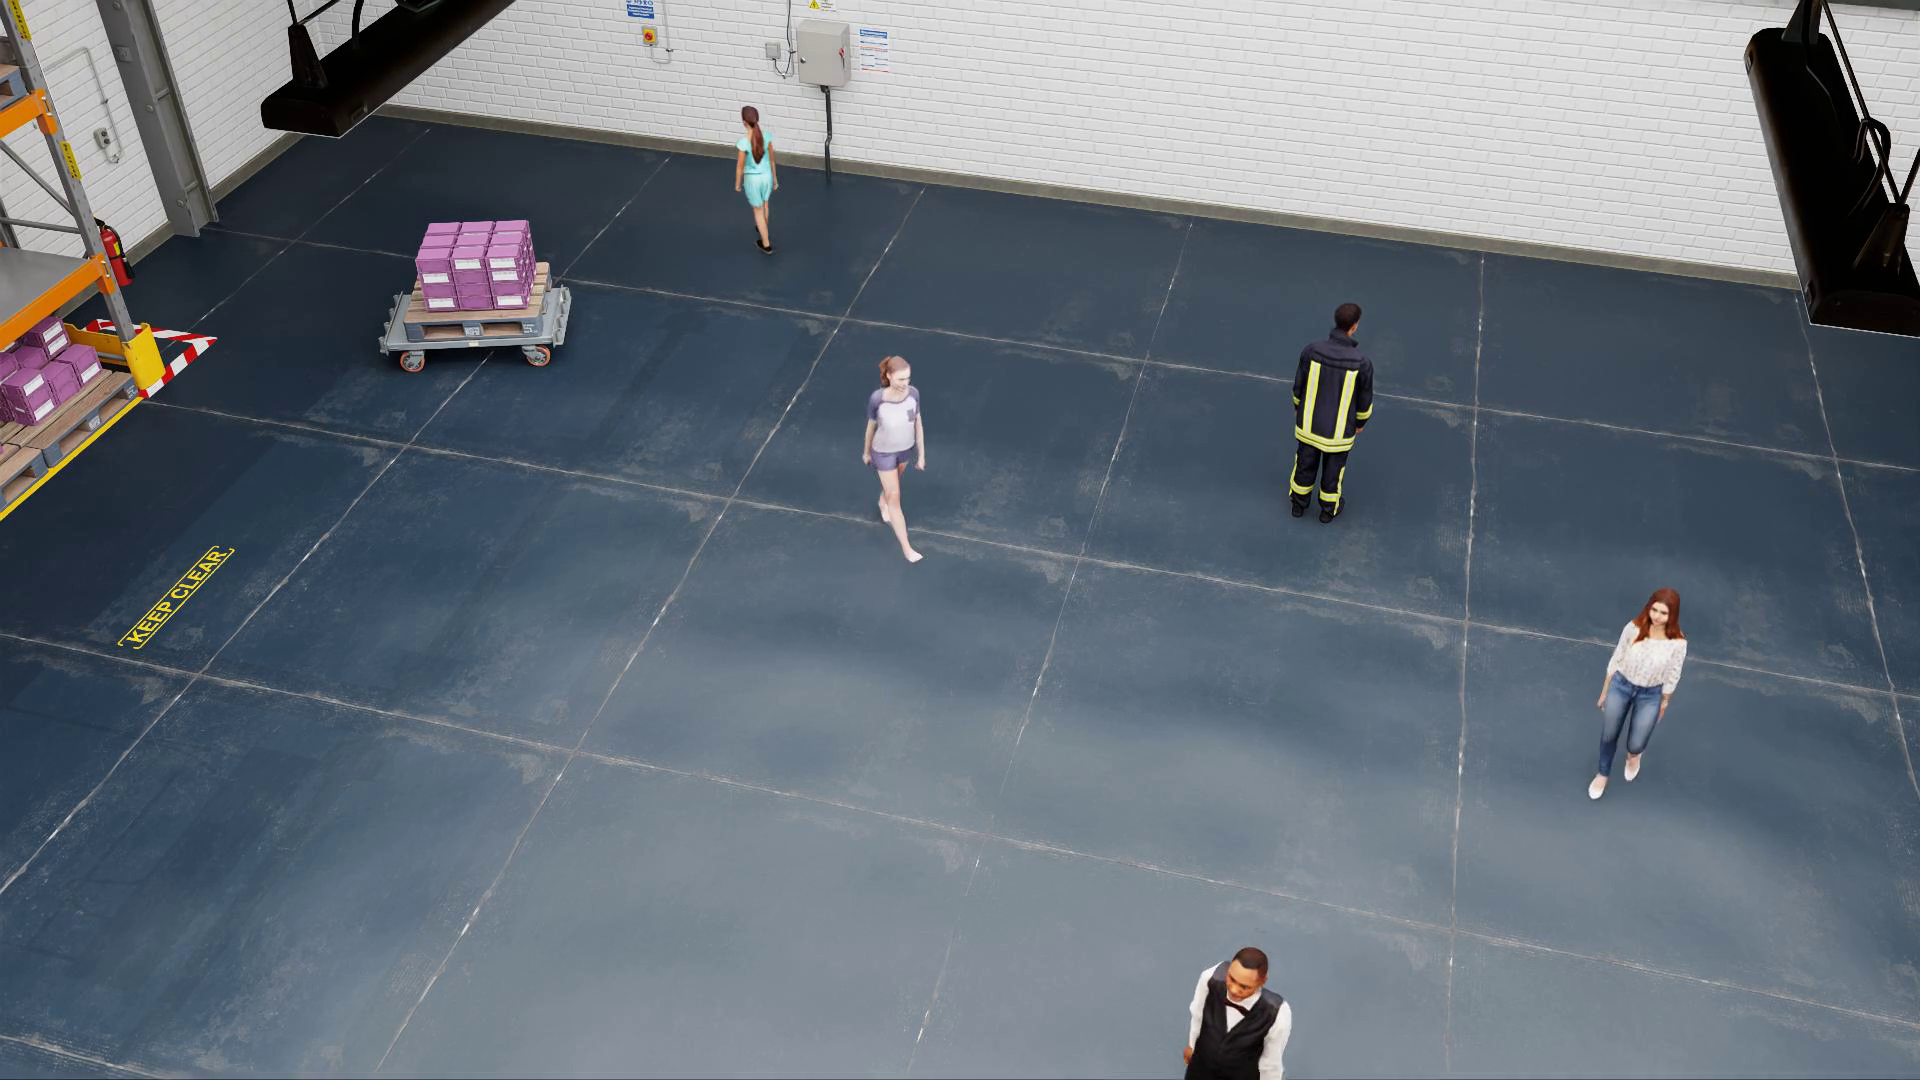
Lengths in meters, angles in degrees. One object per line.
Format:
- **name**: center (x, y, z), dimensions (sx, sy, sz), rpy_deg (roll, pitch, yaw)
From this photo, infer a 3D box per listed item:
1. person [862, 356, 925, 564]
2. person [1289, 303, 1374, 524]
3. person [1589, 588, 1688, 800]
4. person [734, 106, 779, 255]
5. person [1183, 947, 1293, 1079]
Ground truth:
- **person**: center (-0.550, -0.734, 12.957), dimensions (1.079, 1.708, 1.197), rpy_deg (-16, 41, -19)
- **person**: center (2.903, -0.991, 13.110), dimensions (0.829, 1.919, 0.718), rpy_deg (16, 41, 19)
- **person**: center (4.423, 0.953, 10.832), dimensions (0.701, 1.724, 0.788), rpy_deg (24, 44, 27)
- **person**: center (-1.995, -3.583, 16.652), dimensions (0.791, 1.549, 0.844), rpy_deg (-21, 43, -25)
- **person**: center (1.443, 2.647, 8.563), dimensions (0.828, 1.907, 0.820), rpy_deg (26, 45, 28)
